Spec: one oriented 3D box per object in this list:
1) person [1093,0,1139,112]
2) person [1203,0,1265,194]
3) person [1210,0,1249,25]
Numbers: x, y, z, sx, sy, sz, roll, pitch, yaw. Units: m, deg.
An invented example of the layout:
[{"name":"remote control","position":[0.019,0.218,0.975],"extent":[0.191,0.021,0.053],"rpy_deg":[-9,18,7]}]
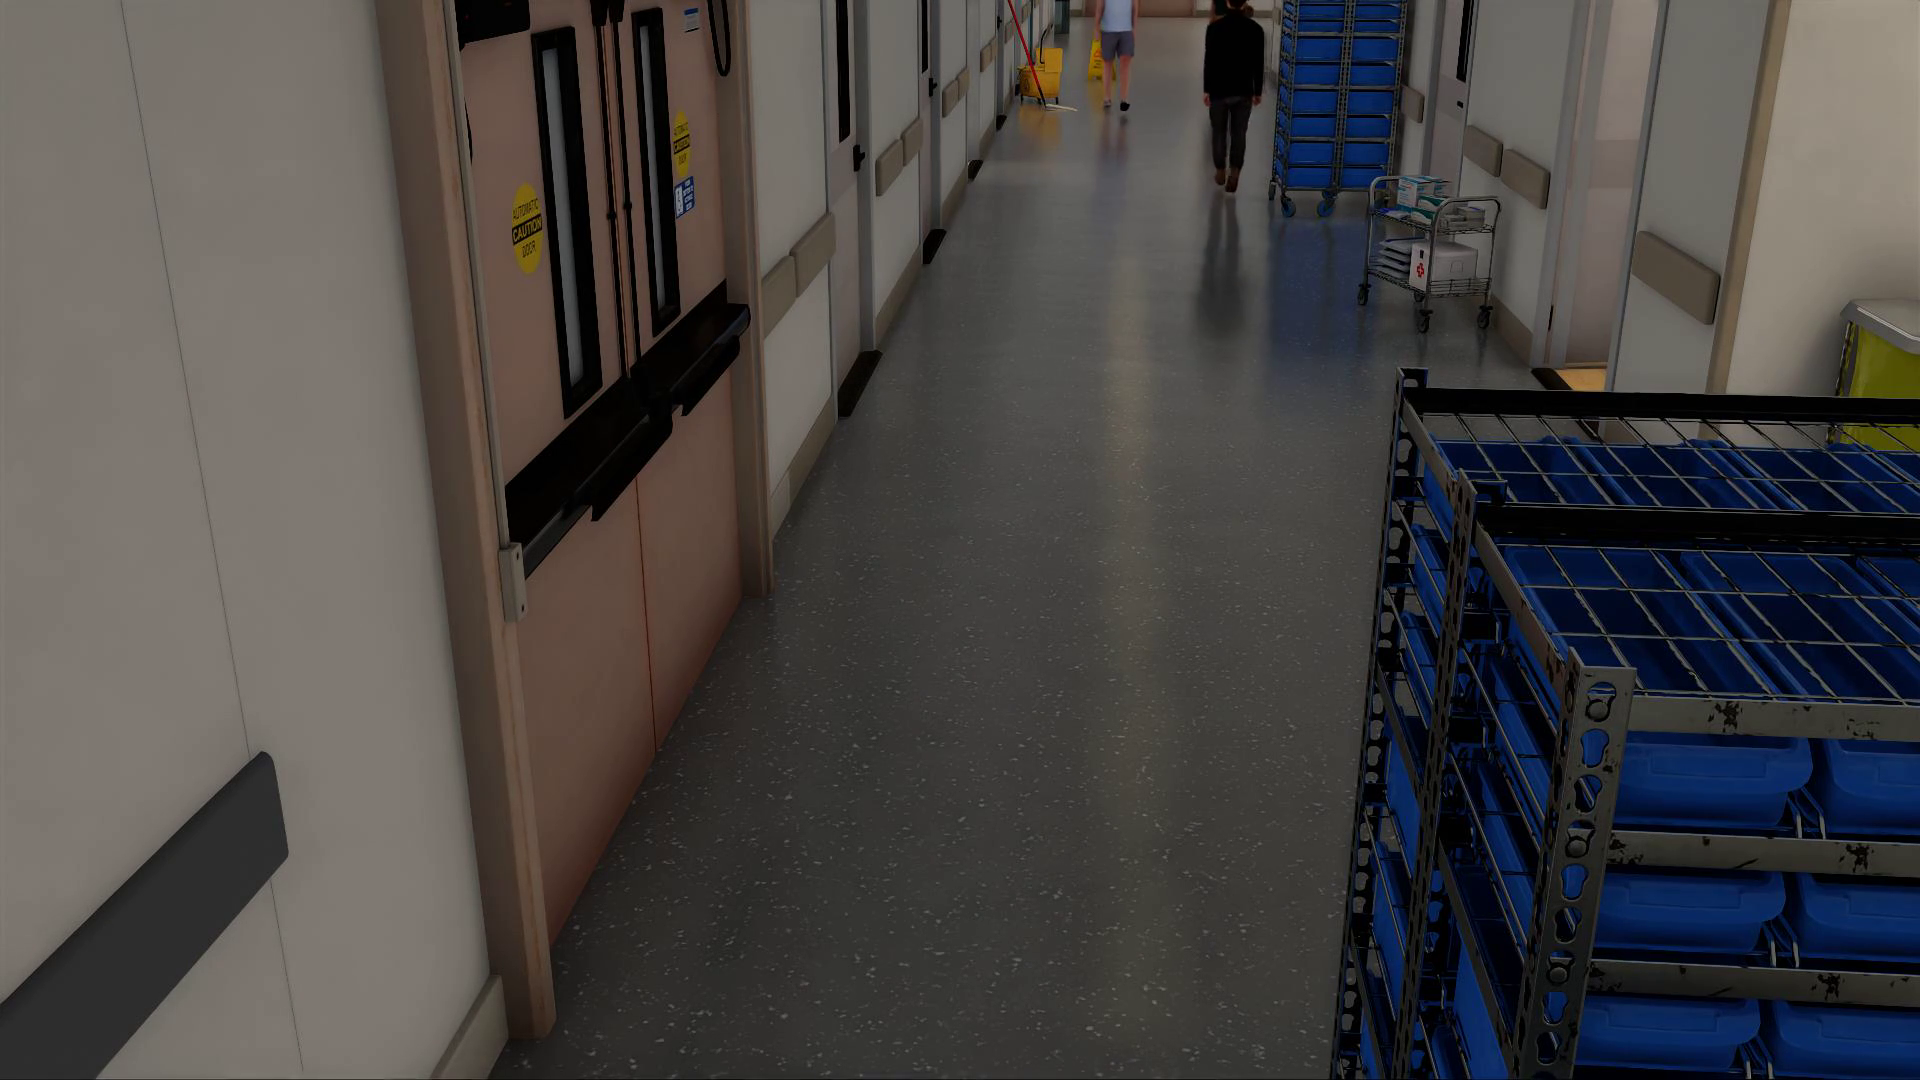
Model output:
[{"name":"person","position":[1.836,-5.970,19.585],"extent":[0.694,1.783,1.158],"rpy_deg":[1,21,2]},{"name":"person","position":[2.270,-3.742,13.815],"extent":[0.668,1.703,1.067],"rpy_deg":[2,21,6]},{"name":"person","position":[3.565,-6.944,22.081],"extent":[0.743,1.796,0.865],"rpy_deg":[5,21,12]}]
